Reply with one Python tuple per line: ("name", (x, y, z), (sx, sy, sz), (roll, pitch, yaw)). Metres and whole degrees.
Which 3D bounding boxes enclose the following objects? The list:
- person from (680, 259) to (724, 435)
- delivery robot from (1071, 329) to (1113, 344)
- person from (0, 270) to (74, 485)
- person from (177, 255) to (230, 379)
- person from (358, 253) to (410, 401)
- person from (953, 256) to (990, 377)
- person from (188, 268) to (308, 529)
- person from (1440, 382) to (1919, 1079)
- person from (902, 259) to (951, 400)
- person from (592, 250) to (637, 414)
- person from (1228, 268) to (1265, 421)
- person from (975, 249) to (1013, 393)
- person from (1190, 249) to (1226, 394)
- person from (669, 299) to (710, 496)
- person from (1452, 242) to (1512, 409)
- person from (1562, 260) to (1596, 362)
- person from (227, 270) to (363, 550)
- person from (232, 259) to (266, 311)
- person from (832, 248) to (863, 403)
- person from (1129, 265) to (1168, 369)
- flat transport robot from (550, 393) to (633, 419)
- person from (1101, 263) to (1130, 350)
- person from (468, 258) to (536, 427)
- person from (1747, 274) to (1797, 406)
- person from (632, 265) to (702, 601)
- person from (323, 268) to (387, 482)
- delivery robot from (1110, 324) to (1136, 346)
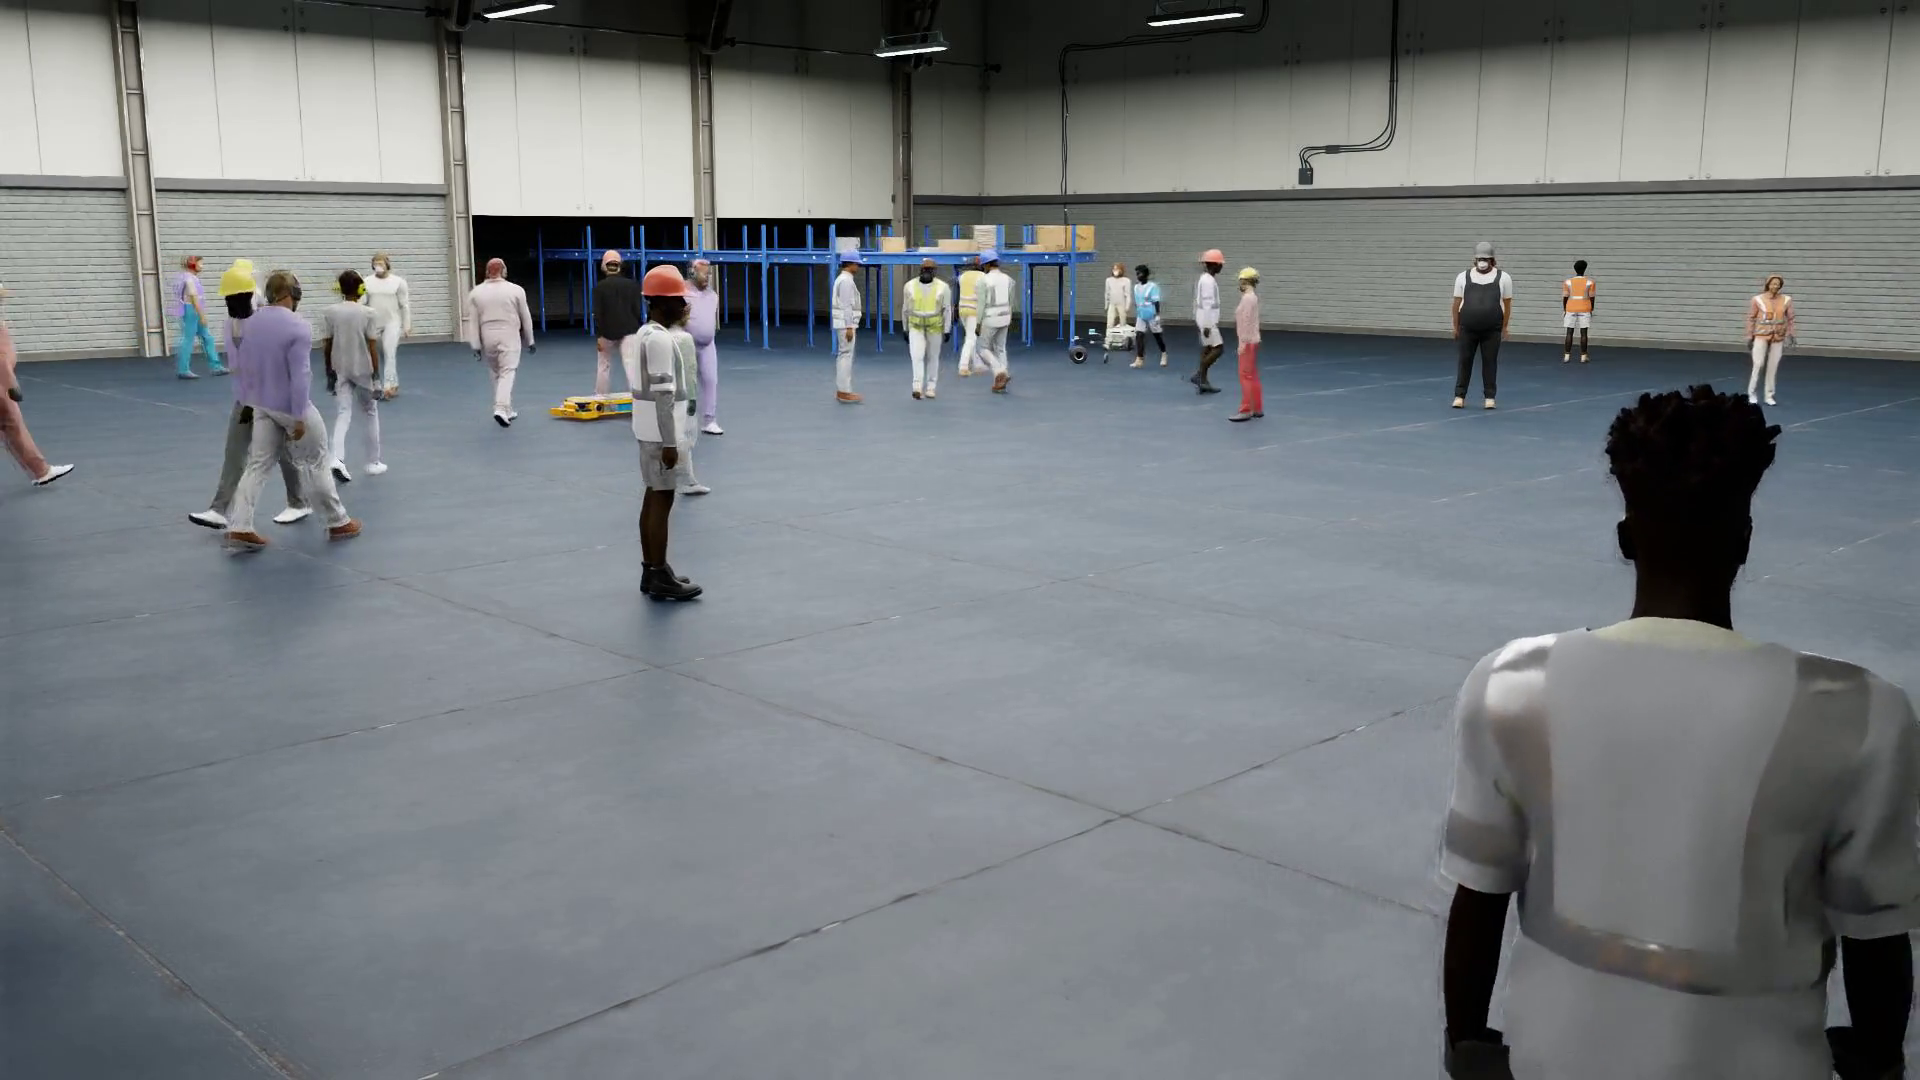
("person", (-2.902, -2.096, 17.939), (0.650, 1.869, 0.889), (-9, 14, -40))
("delivery robot", (2.208, -3.413, 27.847), (0.698, 0.223, 0.335), (0, 10, -1))
("person", (-7.922, -1.318, 13.713), (0.973, 1.859, 0.667), (-7, 13, -34))
("person", (-11.215, -3.300, 24.629), (0.864, 1.807, 0.597), (-3, 11, -16))
("person", (-7.477, -2.778, 21.624), (0.640, 1.894, 1.034), (0, 10, -1))
("person", (0.241, -3.389, 25.177), (0.900, 1.792, 0.650), (-10, 14, -44))
("person", (-5.126, -1.010, 11.985), (0.575, 1.867, 0.966), (5, 11, 23))
("person", (0.978, 0.740, 2.350), (0.606, 1.920, 1.010), (8, 13, 37))
("person", (-0.437, -2.708, 21.456), (0.643, 1.792, 0.941), (0, 10, 2))
("person", (-4.099, -2.491, 19.926), (0.614, 1.943, 1.036), (-7, 12, -33))
("person", (3.331, -2.248, 19.143), (0.358, 1.731, 0.625), (4, 11, 21))
("person", (0.460, -2.930, 22.299), (0.441, 1.923, 0.654), (10, 14, 43))
("person", (3.355, -2.911, 22.214), (0.400, 1.923, 0.568), (1, 10, 4))
("person", (-2.286, -1.138, 13.377), (0.634, 1.624, 0.527), (-9, 14, -39))
("person", (6.387, -2.615, 20.405), (0.688, 2.000, 0.536), (4, 11, 19))
("person", (10.350, -3.827, 27.832), (0.535, 1.699, 0.318), (5, 11, 24))
("person", (-4.614, -0.886, 11.313), (0.629, 1.886, 0.978), (4, 11, 22))
("person", (-8.667, -2.498, 20.233), (0.463, 1.818, 0.606), (-5, 11, -25))
("person", (-1.424, -2.735, 21.202), (0.409, 1.943, 0.614), (-2, 11, -9))
("person", (3.075, -3.605, 26.754), (0.862, 1.649, 0.582), (-9, 14, -41))
("flat transport robot", (-4.085, -1.613, 19.768), (0.652, 0.197, 1.431), (10, 14, 42))
("person", (2.869, -4.277, 30.564), (0.543, 1.589, 0.843), (5, 11, 24))
("person", (-5.164, -2.229, 18.689), (0.654, 1.866, 0.988), (1, 10, 5))
("person", (10.131, -2.500, 20.779), (0.531, 1.632, 0.403), (1, 10, 5))
("person", (-1.728, -0.633, 9.761), (0.379, 1.938, 0.547), (-4, 11, -19))
("person", (-5.306, -1.447, 14.492), (0.530, 1.836, 0.918), (0, 10, 1))
("delivery robot", (3.019, -3.847, 30.923), (0.477, 0.478, 0.707), (5, 11, 24))
